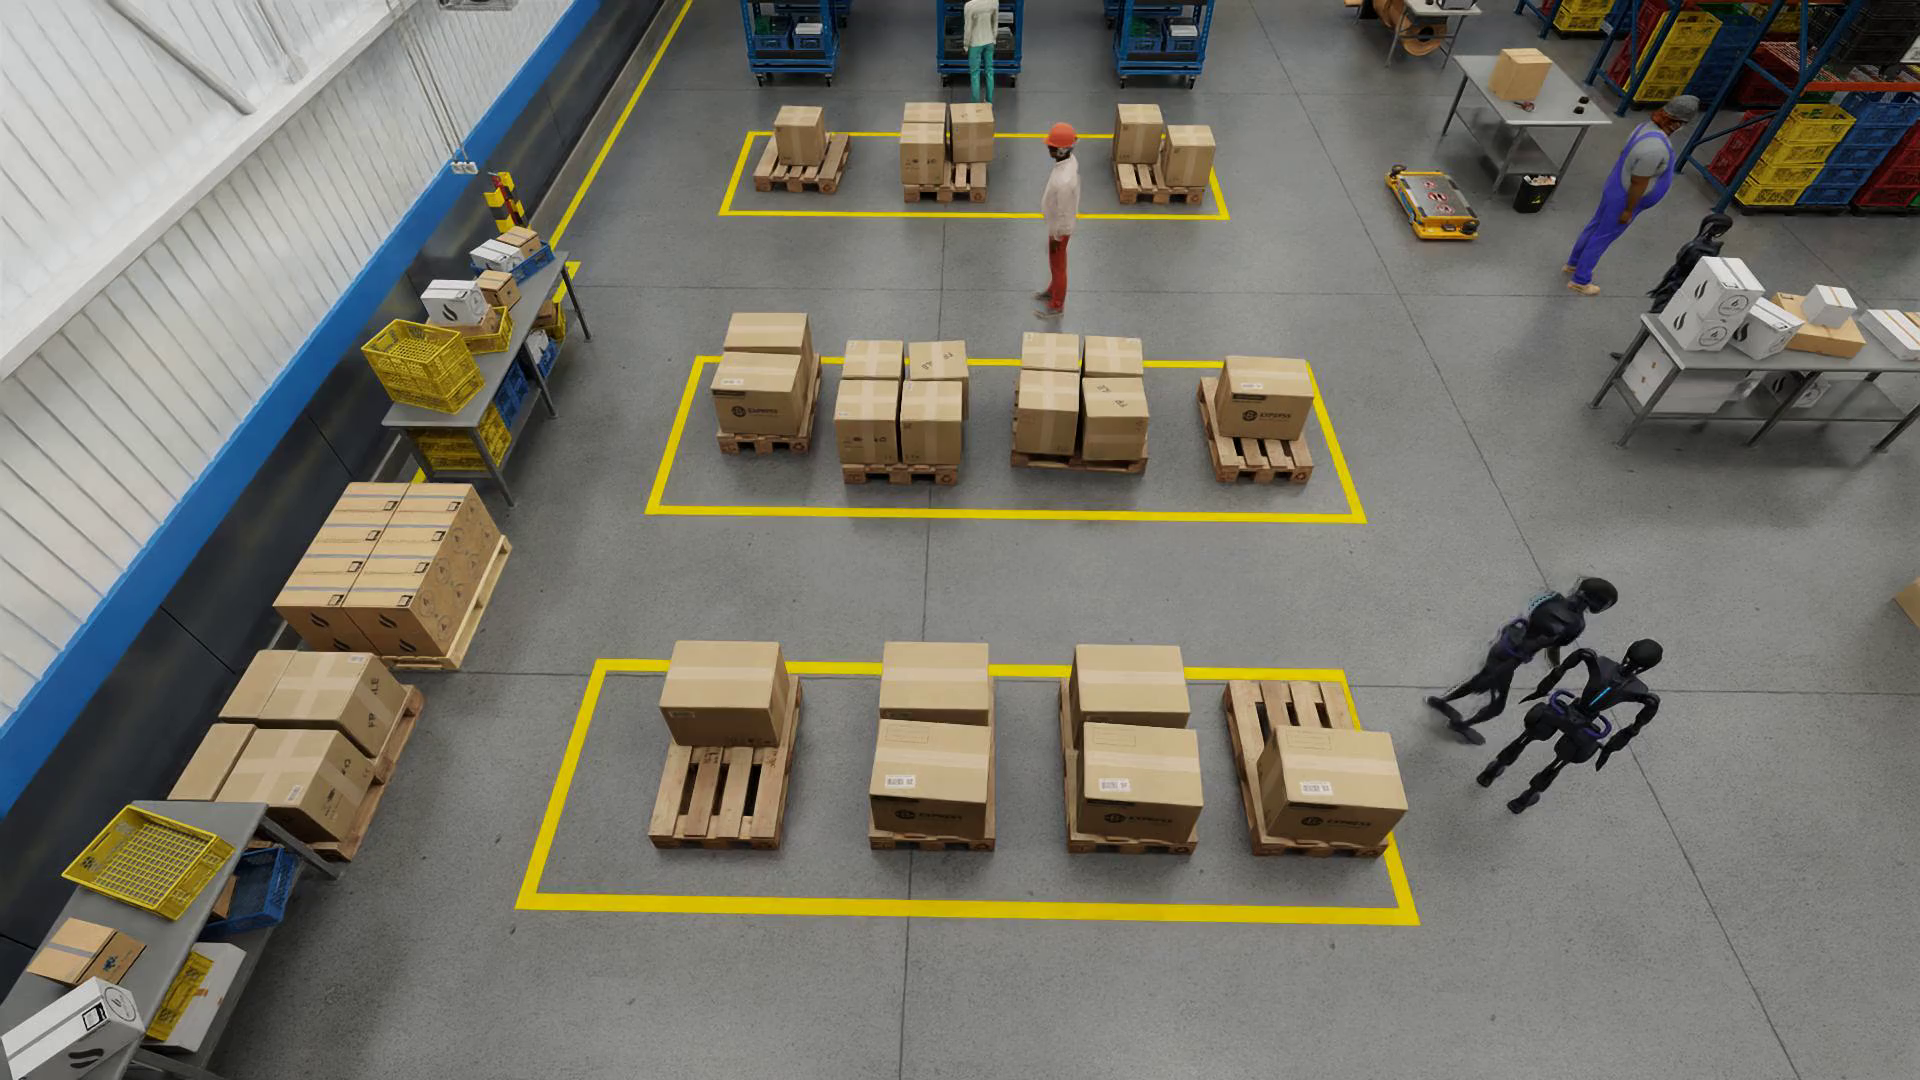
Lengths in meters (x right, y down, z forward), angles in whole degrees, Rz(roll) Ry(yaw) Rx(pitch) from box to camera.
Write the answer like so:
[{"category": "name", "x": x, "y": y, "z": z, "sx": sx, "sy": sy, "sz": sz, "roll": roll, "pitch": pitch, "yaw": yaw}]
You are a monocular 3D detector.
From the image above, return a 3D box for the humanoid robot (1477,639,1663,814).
[{"category": "humanoid robot", "x": 3.754, "y": 1.125, "z": 5.628, "sx": 0.357, "sy": 1.650, "sz": 0.563, "roll": -31, "pitch": 56, "yaw": -24}]

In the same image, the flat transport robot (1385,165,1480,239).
[{"category": "flat transport robot", "x": 5.692, "y": -4.094, "z": 11.059, "sx": 0.652, "sy": 0.197, "sz": 1.431, "roll": 1, "pitch": 49, "yaw": 1}]

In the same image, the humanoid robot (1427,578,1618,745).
[{"category": "humanoid robot", "x": 3.616, "y": 0.761, "z": 5.962, "sx": 0.584, "sy": 1.622, "sz": 0.619, "roll": 34, "pitch": 57, "yaw": 26}]

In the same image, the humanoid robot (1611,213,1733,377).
[{"category": "humanoid robot", "x": 6.624, "y": -2.265, "z": 8.553, "sx": 0.327, "sy": 1.657, "sz": 0.591, "roll": 19, "pitch": 52, "yaw": 16}]

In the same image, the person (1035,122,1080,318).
[{"category": "person", "x": 0.960, "y": -3.146, "z": 9.116, "sx": 0.394, "sy": 1.991, "sz": 0.621, "roll": 4, "pitch": 49, "yaw": 3}]

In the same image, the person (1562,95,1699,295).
[{"category": "person", "x": 6.907, "y": -3.548, "z": 9.434, "sx": 0.536, "sy": 2.000, "sz": 0.674, "roll": 14, "pitch": 50, "yaw": 12}]

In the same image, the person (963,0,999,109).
[{"category": "person", "x": 0.273, "y": -6.689, "z": 12.329, "sx": 0.530, "sy": 1.772, "sz": 0.299, "roll": -24, "pitch": 53, "yaw": -20}]
